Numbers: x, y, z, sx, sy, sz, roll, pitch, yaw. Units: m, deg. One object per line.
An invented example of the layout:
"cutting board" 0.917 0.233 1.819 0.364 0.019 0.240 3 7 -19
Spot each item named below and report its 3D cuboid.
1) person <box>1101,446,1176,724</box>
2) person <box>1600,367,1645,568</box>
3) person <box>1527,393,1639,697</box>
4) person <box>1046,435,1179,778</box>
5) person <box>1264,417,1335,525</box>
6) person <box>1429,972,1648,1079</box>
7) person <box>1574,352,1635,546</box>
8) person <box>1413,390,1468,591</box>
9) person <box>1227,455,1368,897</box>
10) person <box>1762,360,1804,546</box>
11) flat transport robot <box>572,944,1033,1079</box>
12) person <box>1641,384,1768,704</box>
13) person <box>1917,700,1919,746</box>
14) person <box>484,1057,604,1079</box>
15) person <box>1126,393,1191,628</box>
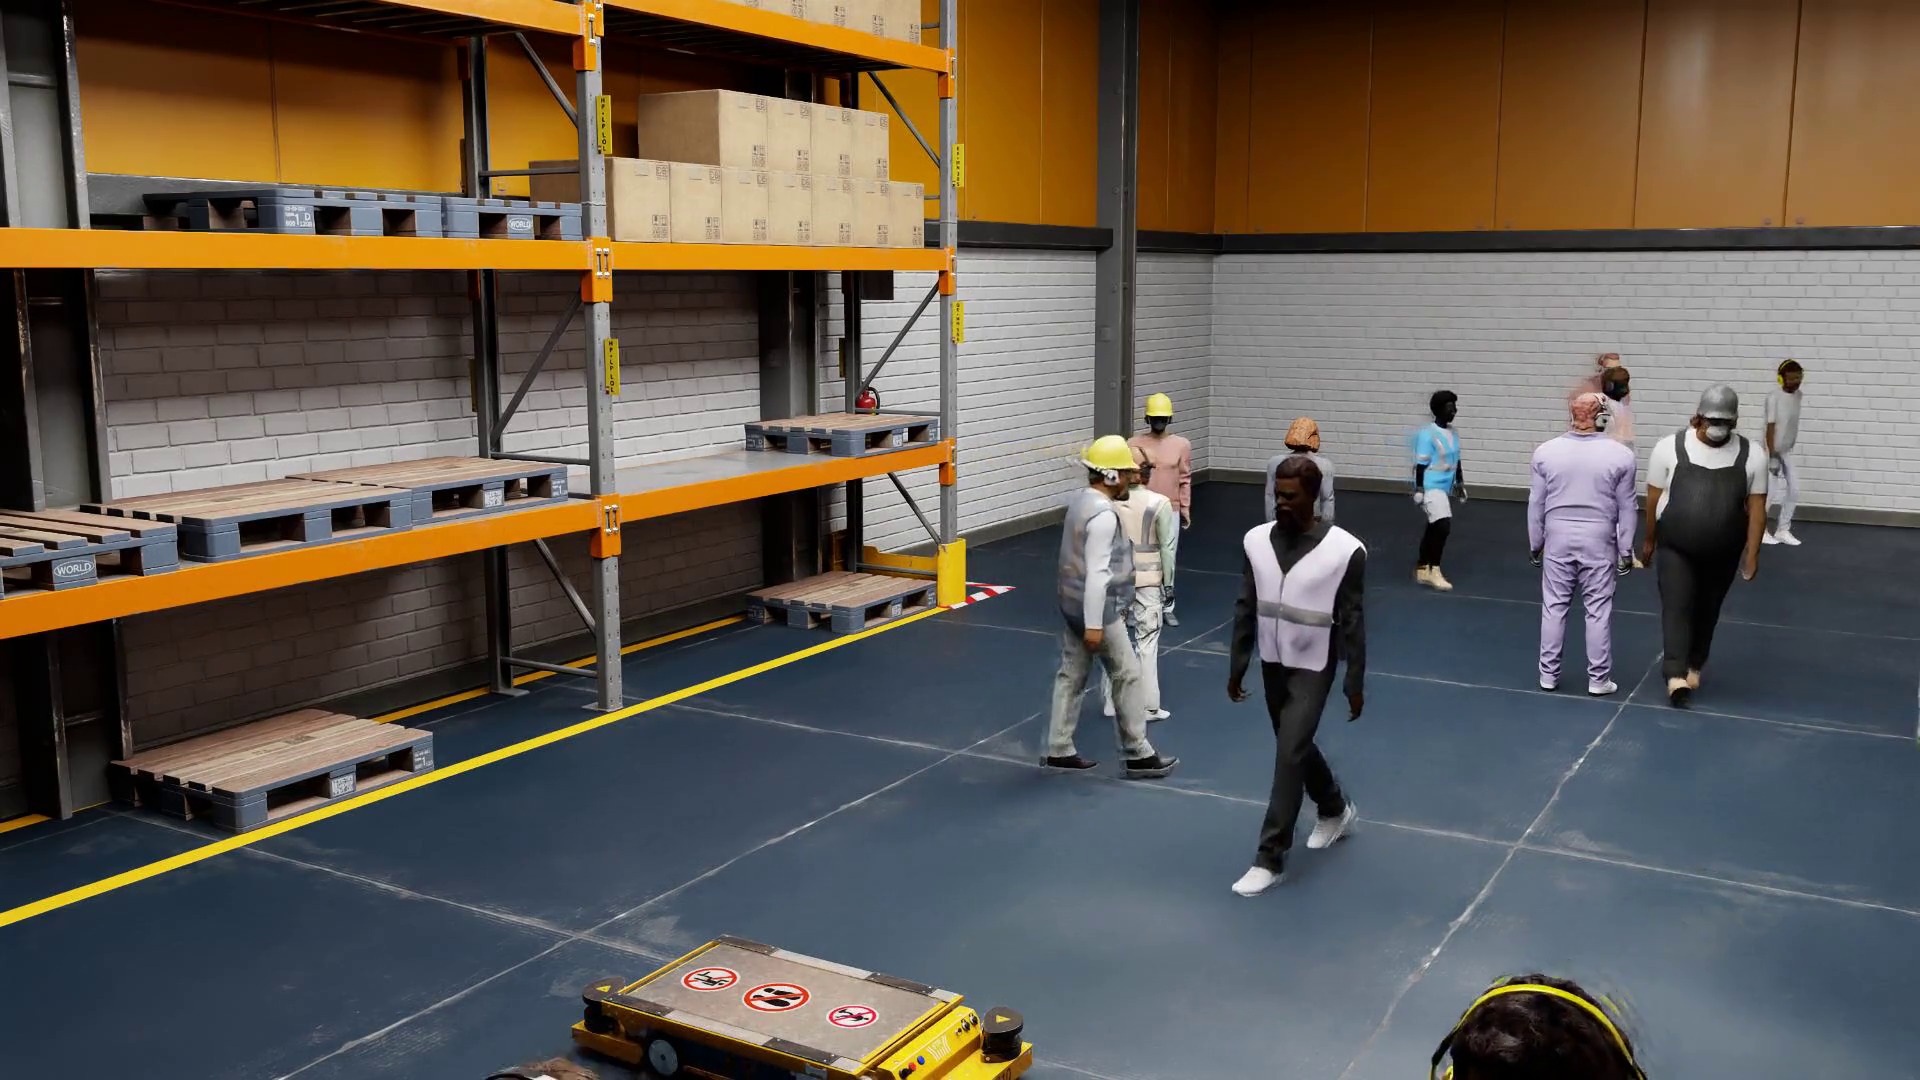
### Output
"person" 1.024 0.265 9.827 0.523 1.636 0.310 5 11 30
"person" 5.855 -0.677 15.171 0.627 1.820 0.846 -6 11 -35
"person" 3.917 0.027 10.478 0.652 1.904 0.403 5 11 30
"person" 0.819 0.356 8.725 0.803 1.799 0.622 -2 9 -10
"person" 2.419 -0.059 11.858 0.507 1.631 0.266 5 11 30
"person" 0.692 1.394 2.087 0.507 1.859 0.516 6 11 31
"person" 6.275 -0.863 16.079 0.684 1.880 0.706 -3 10 -21
"person" 4.066 -0.413 13.937 0.567 1.678 0.538 8 12 42
"person" 1.508 0.545 7.347 0.984 1.879 0.608 -9 13 -44
"person" 7.943 -0.841 16.141 0.556 1.820 0.544 -4 10 -25
"flat transport robot" -0.539 1.630 5.552 1.431 0.197 0.652 5 11 30
"person" 4.609 -0.010 10.282 0.694 2.000 1.051 3 9 16
"person" 4.277 0.698 6.928 0.532 1.712 0.849 4 10 23
"person" -0.398 1.449 1.987 0.617 1.799 0.982 4 10 22
"person" 1.469 -0.215 12.423 0.533 1.765 0.330 -1 9 -4
